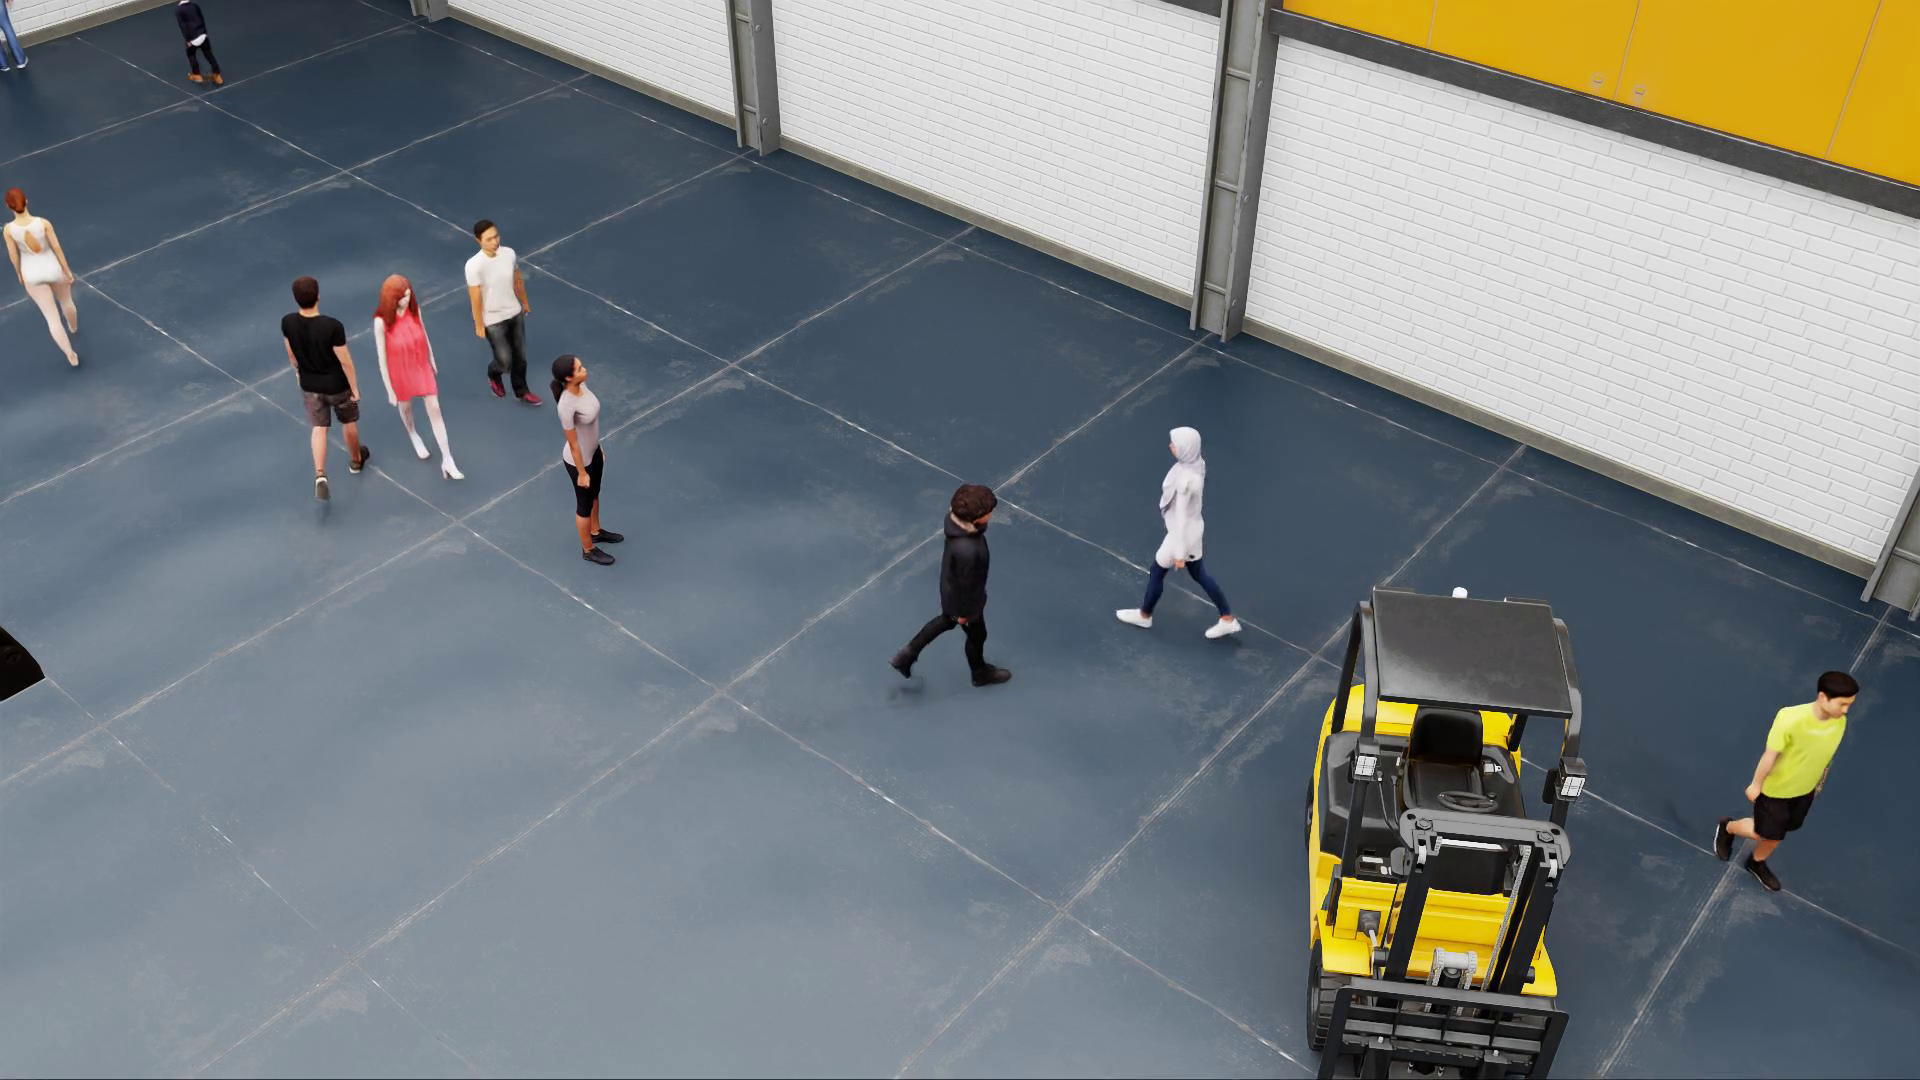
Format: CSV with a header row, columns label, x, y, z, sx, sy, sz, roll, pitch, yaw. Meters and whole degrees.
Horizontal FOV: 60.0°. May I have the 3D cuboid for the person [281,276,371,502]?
label,x,y,z,sx,sy,sz,roll,pitch,yaw
person,-4.986,-1.170,12.958,1.121,1.844,1.141,1,39,1

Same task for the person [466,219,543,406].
label,x,y,z,sx,sy,sz,roll,pitch,yaw
person,-3.893,-1.889,13.900,0.722,1.791,0.703,22,44,25

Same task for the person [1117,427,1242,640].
label,x,y,z,sx,sy,sz,roll,pitch,yaw
person,1.649,-0.011,11.590,1.202,1.741,0.858,13,40,16

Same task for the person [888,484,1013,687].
label,x,y,z,sx,sy,sz,roll,pitch,yaw
person,-0.063,0.348,11.135,1.130,1.747,1.127,-10,40,-12

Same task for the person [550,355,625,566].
label,x,y,z,sx,sy,sz,roll,pitch,yaw
person,-2.798,-0.615,12.342,0.715,1.746,0.690,4,39,5

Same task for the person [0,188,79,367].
label,x,y,z,sx,sy,sz,roll,pitch,yaw
person,-7.979,-2.256,14.516,0.807,1.596,1.097,-21,43,-24

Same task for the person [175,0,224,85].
label,x,y,z,sx,sy,sz,roll,pitch,yaw
person,-8.890,-5.894,19.387,0.699,1.203,0.571,19,42,22

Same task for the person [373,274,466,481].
label,x,y,z,sx,sy,sz,roll,pitch,yaw
person,-4.420,-1.339,13.221,0.711,1.780,1.035,-31,48,-33

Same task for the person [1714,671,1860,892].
label,x,y,z,sx,sy,sz,roll,pitch,yaw
person,4.872,1.374,9.893,0.831,1.695,0.896,-9,39,-11
